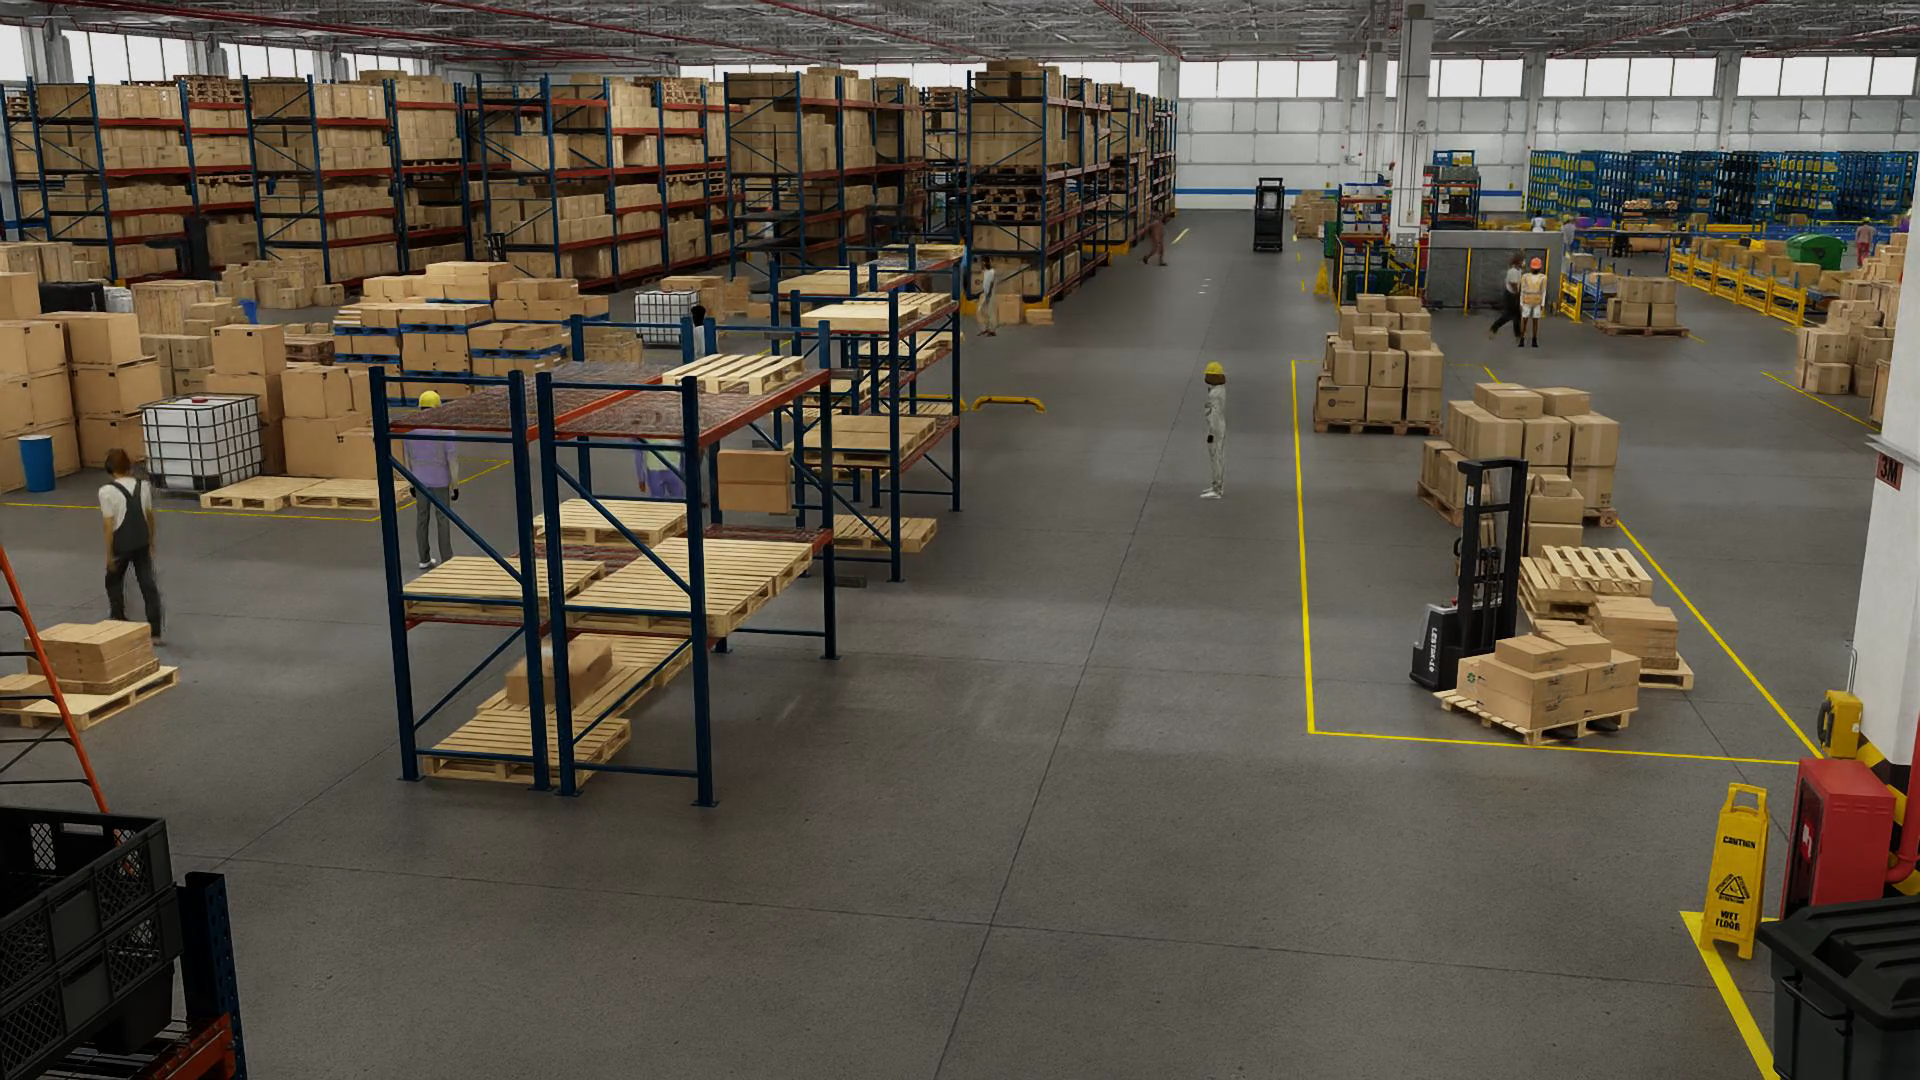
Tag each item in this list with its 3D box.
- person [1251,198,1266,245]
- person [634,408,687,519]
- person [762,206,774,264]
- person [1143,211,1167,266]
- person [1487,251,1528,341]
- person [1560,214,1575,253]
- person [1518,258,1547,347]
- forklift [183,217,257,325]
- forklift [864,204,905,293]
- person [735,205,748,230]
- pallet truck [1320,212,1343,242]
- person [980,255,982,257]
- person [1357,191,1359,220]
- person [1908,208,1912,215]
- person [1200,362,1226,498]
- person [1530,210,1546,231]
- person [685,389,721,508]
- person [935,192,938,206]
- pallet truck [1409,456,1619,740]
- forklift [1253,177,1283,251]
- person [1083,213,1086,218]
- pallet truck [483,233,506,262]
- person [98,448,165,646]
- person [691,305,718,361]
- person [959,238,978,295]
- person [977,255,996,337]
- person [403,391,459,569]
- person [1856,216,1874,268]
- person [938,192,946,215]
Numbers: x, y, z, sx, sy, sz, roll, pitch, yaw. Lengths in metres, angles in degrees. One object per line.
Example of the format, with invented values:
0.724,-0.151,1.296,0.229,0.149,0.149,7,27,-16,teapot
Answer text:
12.334,-13.190,68.769,0.629,1.908,0.940,5,15,21,person
-3.225,-0.724,18.159,0.621,1.896,0.587,-7,15,-26,person
-6.674,-10.709,58.471,0.616,2.017,0.835,-1,14,-4,person
6.806,-10.455,57.721,0.740,1.885,0.648,3,14,13,person
12.256,-5.443,37.029,0.829,2.000,0.693,6,15,21,person
20.631,-10.173,56.670,0.601,1.829,0.404,-7,16,-27,person
12.398,-5.137,36.016,0.542,1.931,0.366,4,14,14,person
-15.964,-5.374,35.022,1.873,2.768,1.129,-9,16,-32,forklift
-1.884,-6.915,41.280,1.129,2.768,1.873,3,14,10,forklift
-9.073,-13.136,69.149,0.516,1.612,0.730,3,14,10,person
15.874,-13.227,70.310,0.680,1.201,1.601,10,17,35,pallet truck
0.839,-9.279,53.311,0.538,1.699,0.317,-8,16,-28,person
18.158,-14.814,75.292,0.432,1.939,0.824,-1,14,-4,person
39.055,-12.953,68.035,0.901,1.785,0.617,2,14,8,person
3.237,-1.403,21.239,0.310,1.744,0.486,5,15,18,person
21.799,-11.587,62.771,0.550,1.678,0.426,4,14,16,person
-3.122,-1.253,20.362,0.823,1.878,0.701,9,16,32,person
-1.478,-19.338,94.122,0.508,1.712,0.748,-8,16,-29,person
4.504,0.400,13.395,0.823,1.965,1.885,-6,15,-23,pallet truck
12.083,-12.747,64.956,1.129,2.768,1.873,3,14,10,forklift
6.610,-17.883,88.021,0.638,1.819,0.801,2,14,10,person
-11.832,-7.026,43.548,1.885,1.965,0.823,8,16,28,pallet truck
-7.603,0.060,15.131,0.795,1.818,0.538,8,16,29,person
-4.050,-2.706,26.119,0.402,1.952,0.618,11,18,38,person
0.249,-7.846,47.580,0.551,1.644,0.861,2,14,9,person
0.603,-5.526,37.759,0.572,1.851,0.531,-7,16,-27,person
-5.627,-0.634,17.773,0.581,1.919,0.400,1,14,5,person
30.766,-10.125,56.619,0.522,1.754,0.441,10,17,34,person
-0.973,-19.081,93.102,0.627,1.702,0.890,-13,19,-42,person
